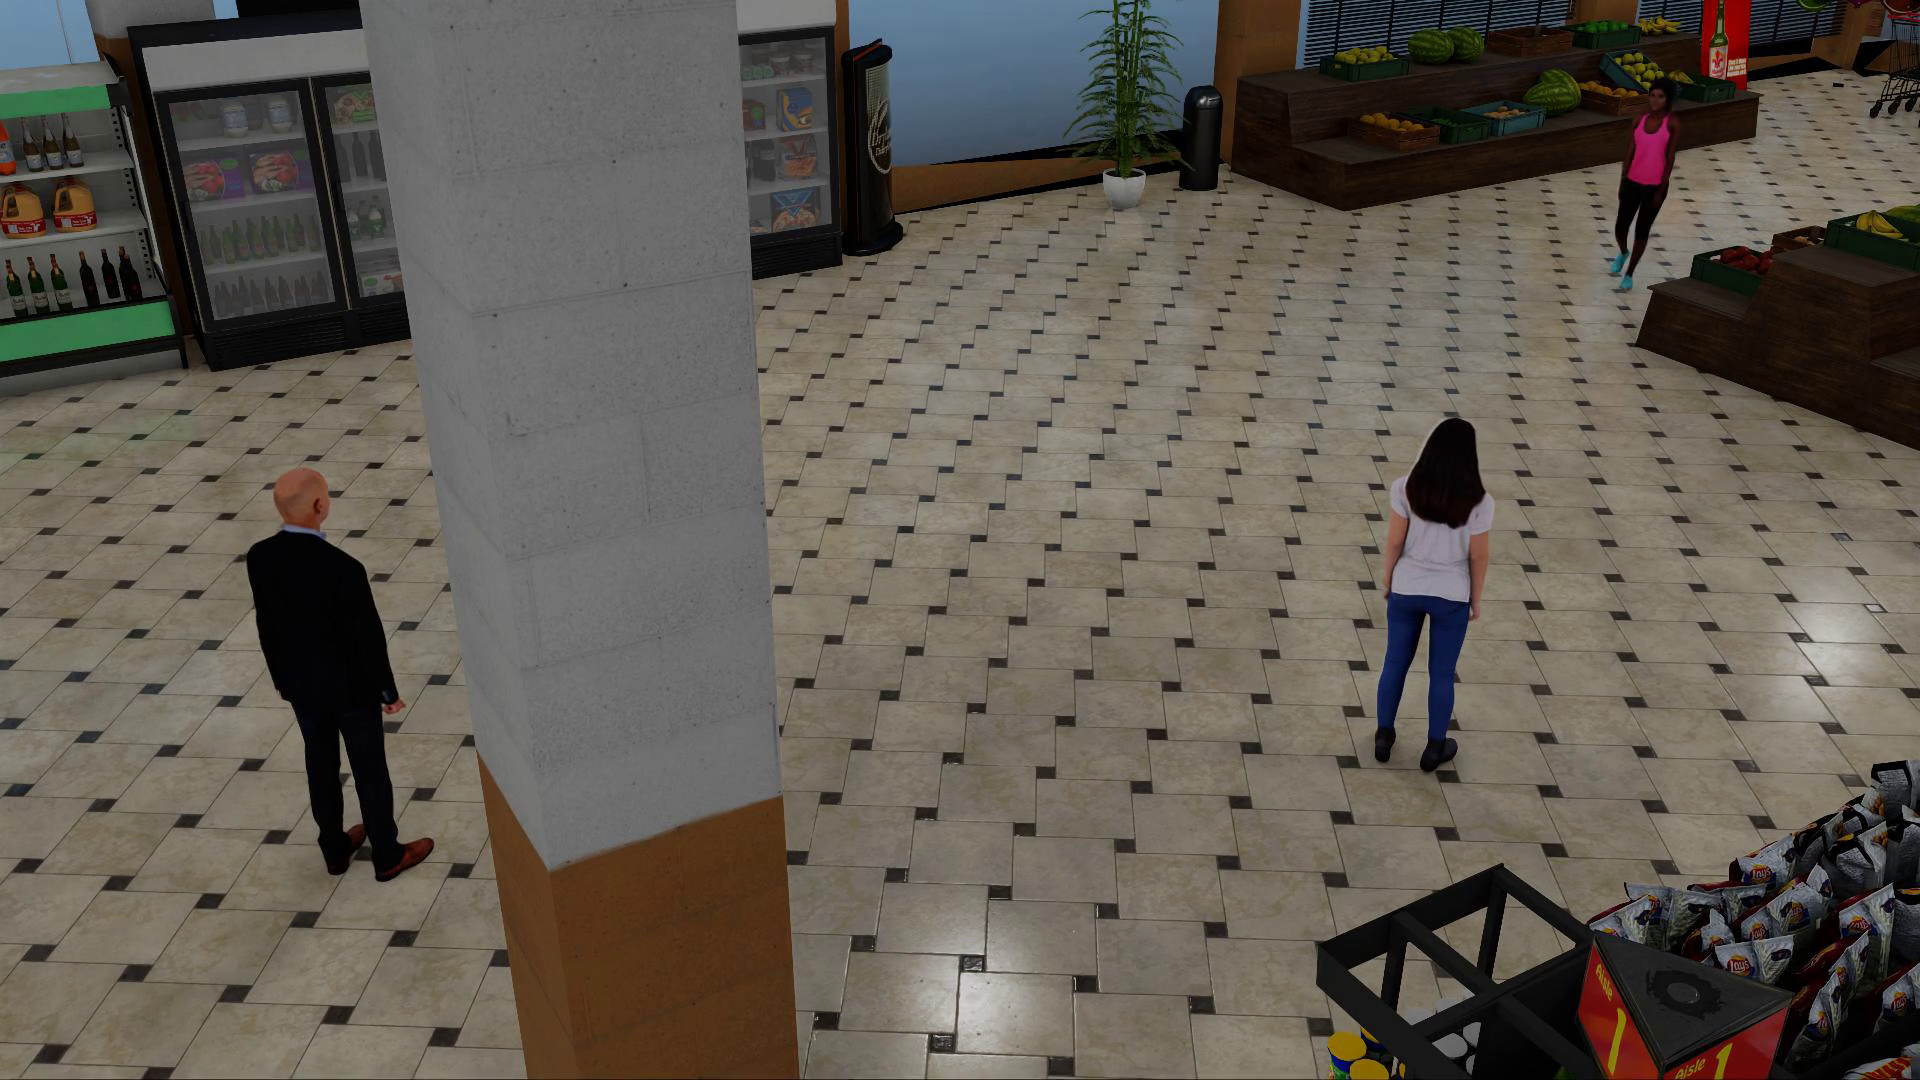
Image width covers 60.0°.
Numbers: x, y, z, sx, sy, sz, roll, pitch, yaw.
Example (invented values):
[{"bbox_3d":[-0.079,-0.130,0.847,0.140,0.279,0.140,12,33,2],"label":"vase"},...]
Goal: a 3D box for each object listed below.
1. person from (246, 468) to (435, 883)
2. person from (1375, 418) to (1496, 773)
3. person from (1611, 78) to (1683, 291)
[{"bbox_3d":[-2.491,0.555,6.587,0.759,1.797,0.818,7,28,14],"label":"person"},{"bbox_3d":[2.060,0.261,7.291,0.678,1.685,0.693,13,30,25],"label":"person"},{"bbox_3d":[5.579,-2.886,13.469,0.704,1.710,0.793,18,32,31],"label":"person"}]
